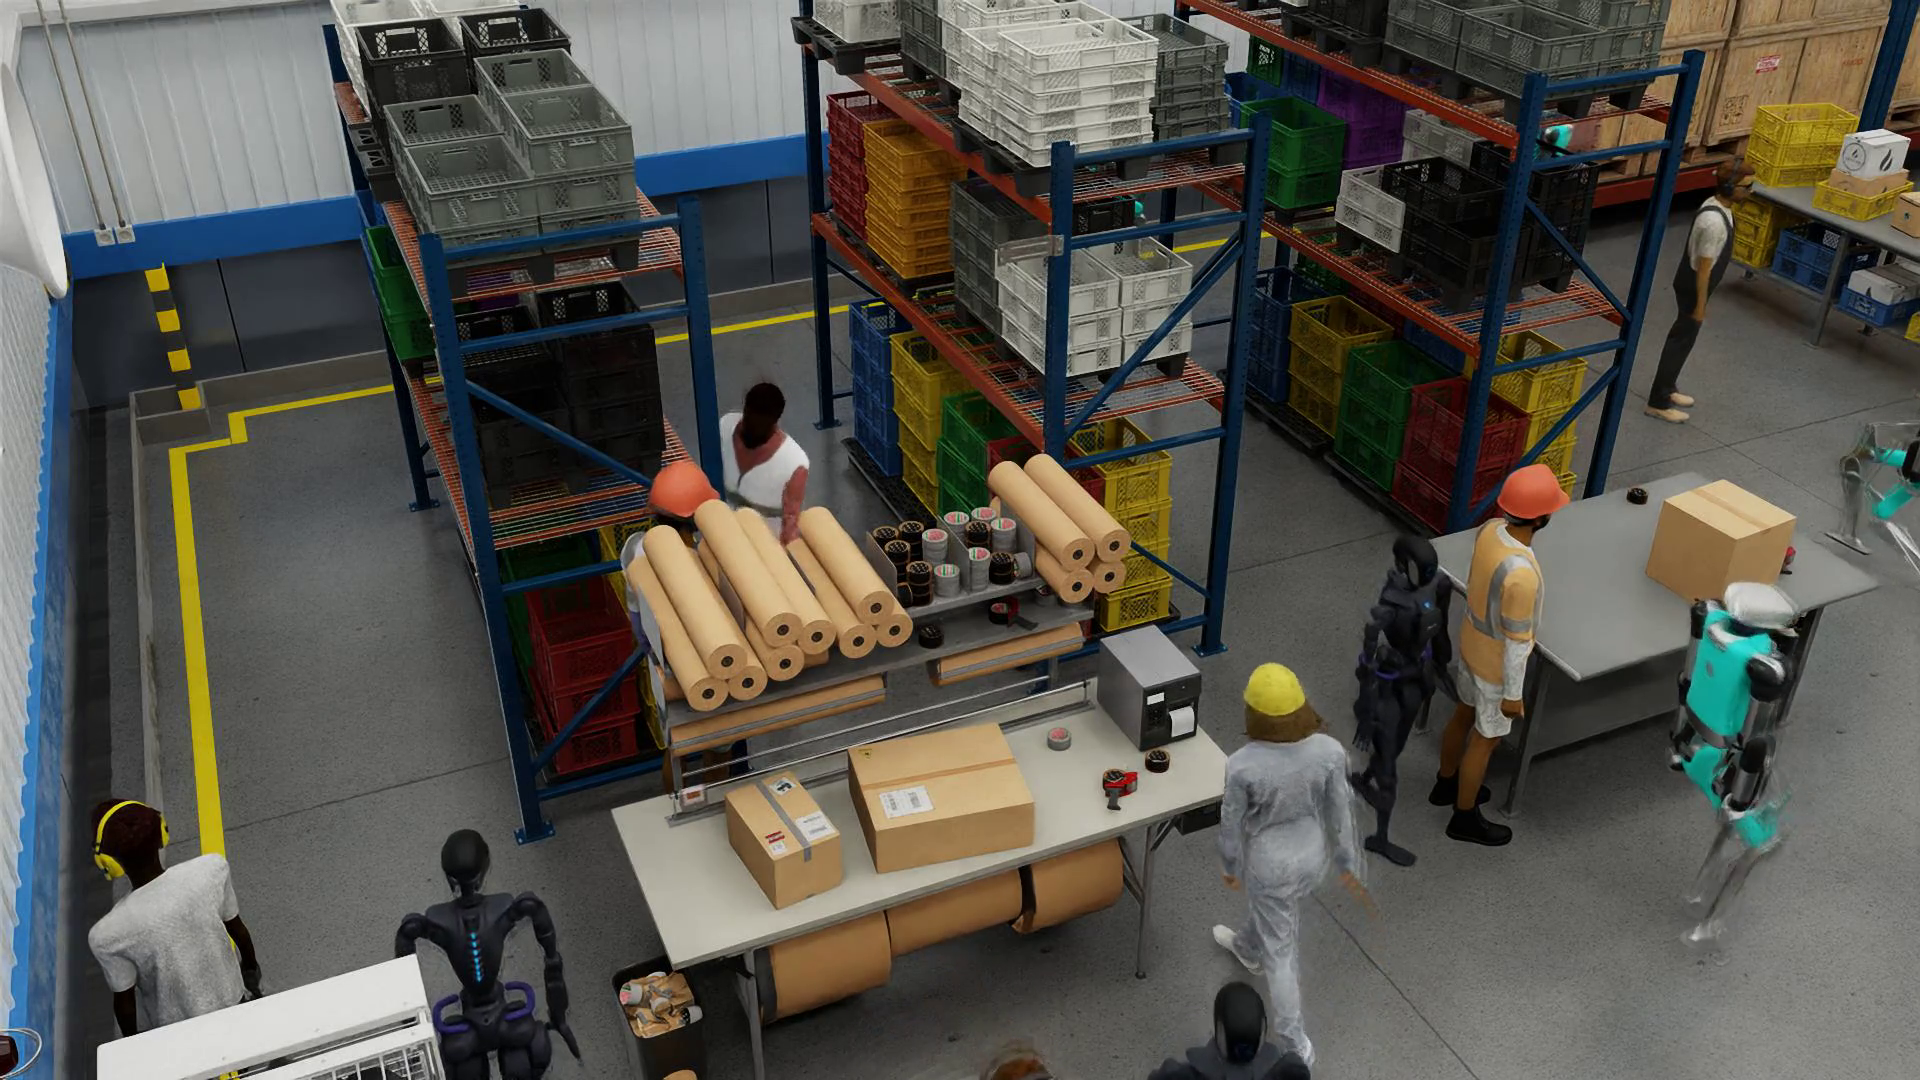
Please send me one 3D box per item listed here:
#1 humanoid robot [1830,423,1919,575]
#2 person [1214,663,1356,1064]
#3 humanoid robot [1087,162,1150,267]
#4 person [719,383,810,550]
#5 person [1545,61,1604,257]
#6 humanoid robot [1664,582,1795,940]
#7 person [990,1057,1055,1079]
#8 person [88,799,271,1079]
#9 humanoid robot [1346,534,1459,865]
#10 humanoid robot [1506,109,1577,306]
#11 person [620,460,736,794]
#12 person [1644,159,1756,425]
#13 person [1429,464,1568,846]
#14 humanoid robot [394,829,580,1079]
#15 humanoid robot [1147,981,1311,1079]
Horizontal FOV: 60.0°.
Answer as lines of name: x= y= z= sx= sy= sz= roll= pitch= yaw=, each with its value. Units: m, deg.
humanoid robot: x=5.396 y=-0.524 z=9.433 sx=0.561 sy=1.736 sz=1.055 roll=-21 pitch=38 yaw=-31
person: x=1.293 y=1.262 z=6.570 sx=0.523 sy=1.679 sz=0.862 roll=-10 pitch=33 yaw=-16
humanoid robot: x=1.255 y=-2.969 z=13.263 sx=0.735 sy=1.677 sz=0.533 roll=-5 pitch=32 yaw=-8
person: x=-1.029 y=0.009 z=8.432 sx=0.685 sy=1.861 sz=0.584 roll=19 pitch=36 yaw=28
person: x=5.078 y=-3.205 z=13.757 sx=0.522 sy=1.761 sz=0.336 roll=-15 pitch=35 yaw=-23
humanoid robot: x=3.338 y=0.949 z=7.044 sx=0.686 sy=1.813 sz=0.543 roll=-6 pitch=32 yaw=-10
person: x=0.090 y=2.112 z=5.079 sx=0.653 sy=1.812 sz=0.748 roll=-5 pitch=32 yaw=-8
person: x=-2.663 y=1.641 z=5.794 sx=0.340 sy=1.857 sz=0.518 roll=22 pitch=38 yaw=31
humanoid robot: x=2.025 y=0.669 z=7.569 sx=0.617 sy=1.641 sz=0.604 roll=-20 pitch=37 yaw=-29
humanoid robot: x=4.168 y=-2.557 z=12.755 sx=0.804 sy=1.806 sz=0.531 roll=19 pitch=36 yaw=28
person: x=-1.160 y=0.564 z=7.365 sx=0.613 sy=2.040 sz=0.376 roll=21 pitch=37 yaw=30
person: x=4.979 y=-1.673 z=11.199 sx=0.341 sy=1.837 sz=0.500 roll=14 pitch=34 yaw=22
person: x=2.439 y=0.521 z=7.529 sx=0.339 sy=1.942 sz=0.550 roll=-1 pitch=32 yaw=-2
humanoid robot: x=-1.644 y=1.775 z=5.789 sx=0.612 sy=1.624 sz=0.716 roll=-11 pitch=33 yaw=-17
humanoid robot: x=0.816 y=2.010 z=5.409 sx=0.601 sy=1.654 sz=0.716 roll=-3 pitch=32 yaw=-5
